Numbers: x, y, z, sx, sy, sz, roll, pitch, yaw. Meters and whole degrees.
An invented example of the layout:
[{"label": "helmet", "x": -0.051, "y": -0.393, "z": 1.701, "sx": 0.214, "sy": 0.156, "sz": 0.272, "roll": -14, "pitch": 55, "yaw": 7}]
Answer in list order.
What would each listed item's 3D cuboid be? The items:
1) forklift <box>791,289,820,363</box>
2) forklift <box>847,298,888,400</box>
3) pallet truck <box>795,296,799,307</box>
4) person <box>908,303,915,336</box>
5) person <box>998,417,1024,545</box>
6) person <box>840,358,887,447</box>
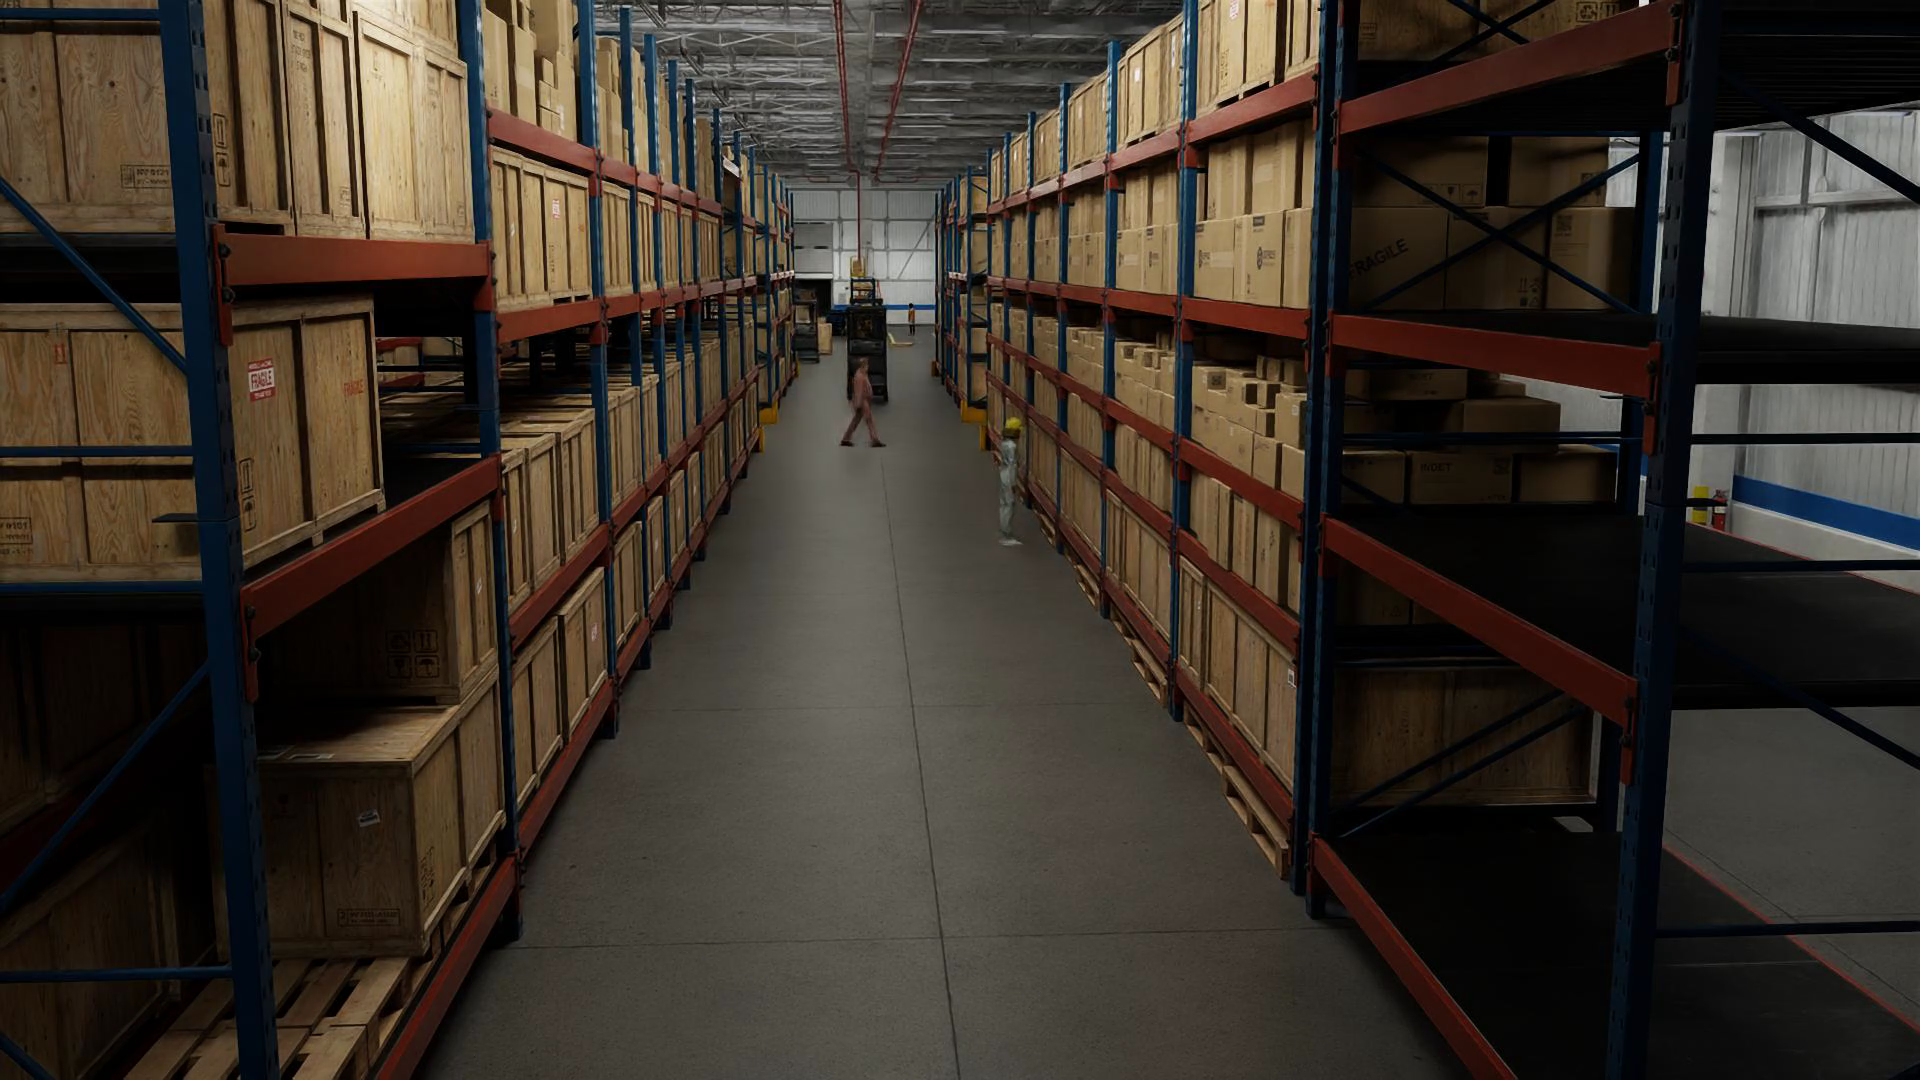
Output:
[{"label": "forklift", "x": -5.967, "y": -8.141, "z": 63.095, "sx": 1.129, "sy": 2.768, "sz": 1.873, "roll": -2, "pitch": 10, "yaw": -10}, {"label": "forklift", "x": -2.605, "y": -5.363, "z": 46.505, "sx": 1.129, "sy": 2.768, "sz": 1.873, "roll": -1, "pitch": 10, "yaw": -3}, {"label": "pallet truck", "x": -8.622, "y": -12.439, "z": 91.403, "sx": 1.885, "sy": 1.965, "sz": 0.823, "roll": 2, "pitch": 10, "yaw": 13}, {"label": "person", "x": -2.522, "y": -11.501, "z": 86.725, "sx": 0.319, "sy": 1.689, "sz": 0.536, "roll": 6, "pitch": 11, "yaw": 30}, {"label": "person", "x": 0.700, "y": -0.801, "z": 22.651, "sx": 0.324, "sy": 1.740, "sz": 0.492, "roll": -2, "pitch": 10, "yaw": -12}, {"label": "person", "x": -2.043, "y": -2.846, "z": 34.520, "sx": 0.969, "sy": 1.866, "sz": 0.654, "roll": 0, "pitch": 10, "yaw": -2}]
